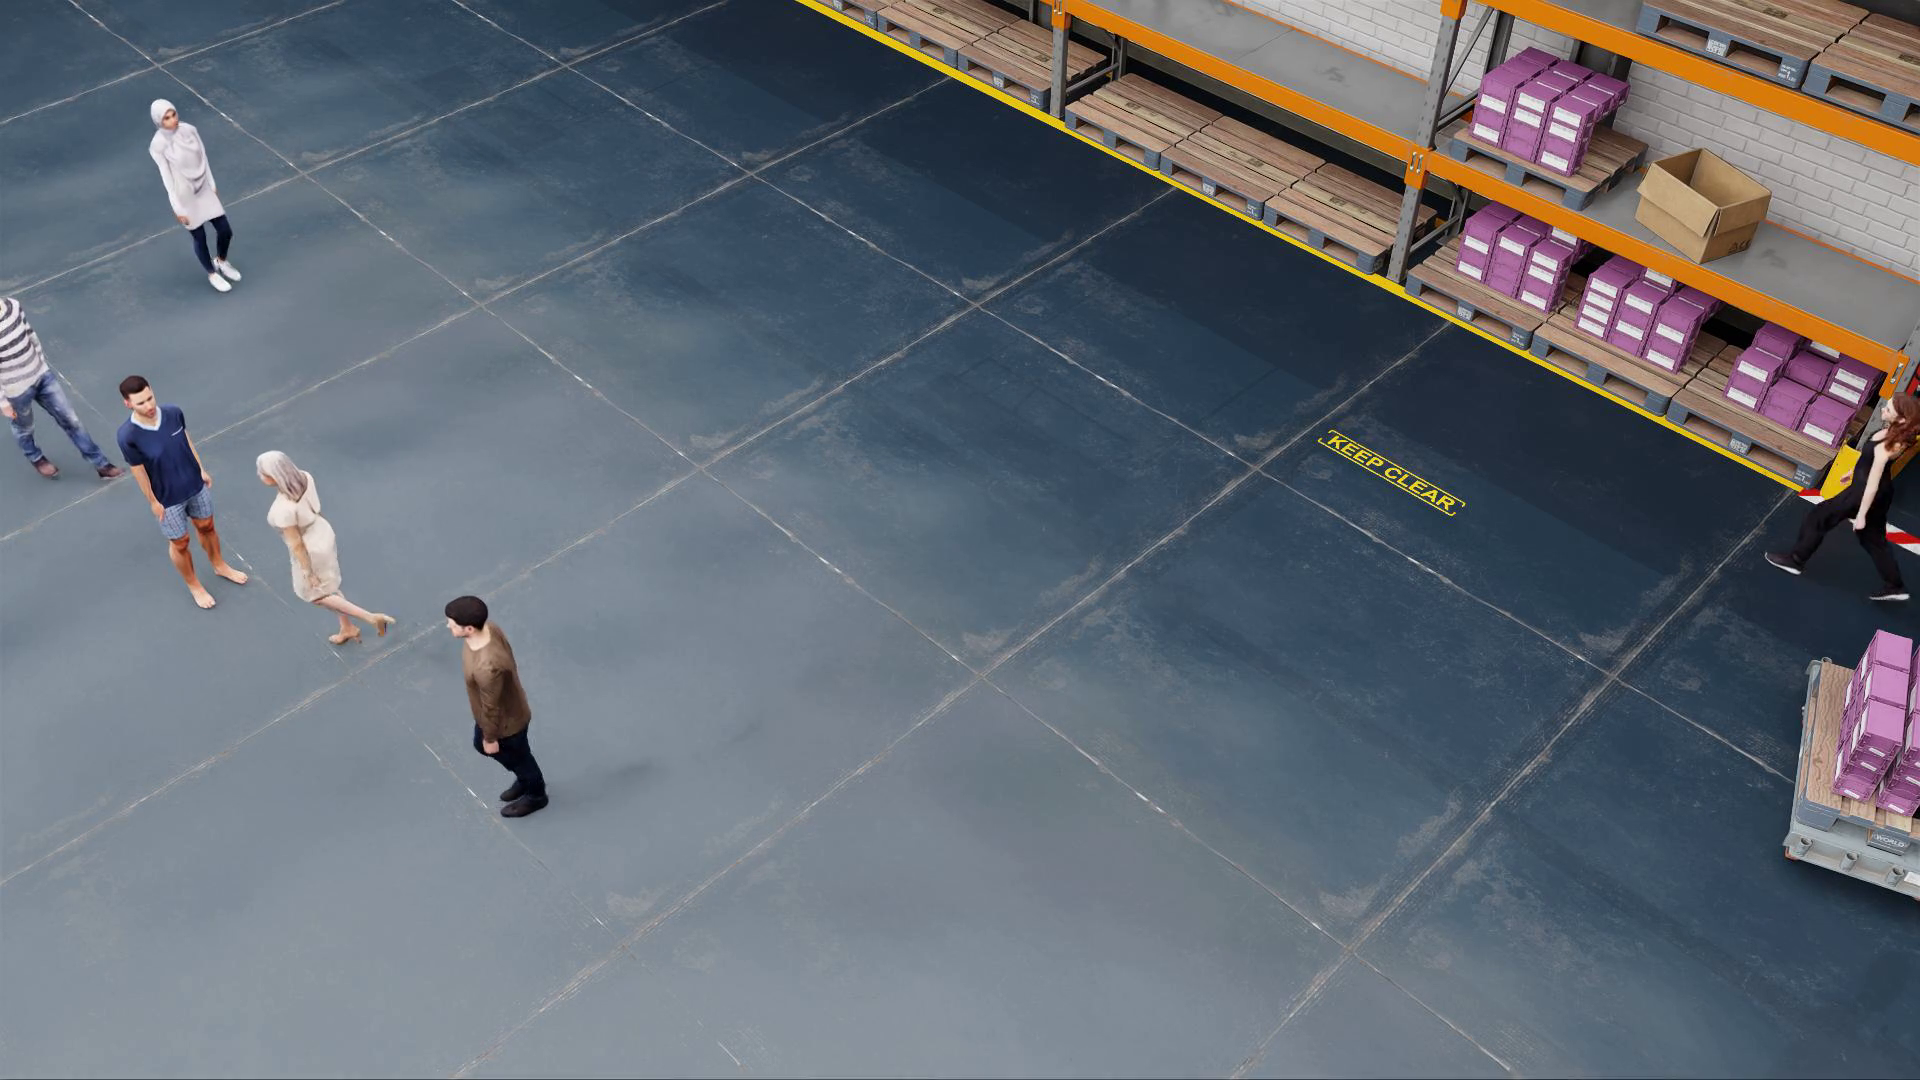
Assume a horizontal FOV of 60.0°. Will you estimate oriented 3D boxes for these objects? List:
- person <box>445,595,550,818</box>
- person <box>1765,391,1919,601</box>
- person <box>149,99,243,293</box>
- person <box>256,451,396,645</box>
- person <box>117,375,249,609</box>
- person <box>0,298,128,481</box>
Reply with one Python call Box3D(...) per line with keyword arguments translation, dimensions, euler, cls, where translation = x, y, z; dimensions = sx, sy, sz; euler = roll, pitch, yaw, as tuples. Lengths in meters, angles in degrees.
Box3D(translation=(-2.612, 0.970, 9.739), dimensions=(0.801, 1.876, 0.662), euler=(-17, 46, -17), cls="person")
Box3D(translation=(6.173, -0.250, 11.146), dimensions=(1.178, 1.702, 0.674), euler=(32, 52, 29), cls="person")
Box3D(translation=(-6.444, -2.875, 13.856), dimensions=(0.621, 1.765, 0.652), euler=(28, 50, 26), cls="person")
Box3D(translation=(-4.077, 0.104, 10.762), dimensions=(0.923, 1.719, 0.844), euler=(5, 44, 5), cls="person")
Box3D(translation=(-5.270, -0.361, 11.156), dimensions=(0.613, 1.849, 0.651), euler=(26, 49, 24), cls="person")
Box3D(translation=(-6.847, -1.168, 12.032), dimensions=(1.184, 1.809, 0.871), euler=(22, 48, 21), cls="person")
